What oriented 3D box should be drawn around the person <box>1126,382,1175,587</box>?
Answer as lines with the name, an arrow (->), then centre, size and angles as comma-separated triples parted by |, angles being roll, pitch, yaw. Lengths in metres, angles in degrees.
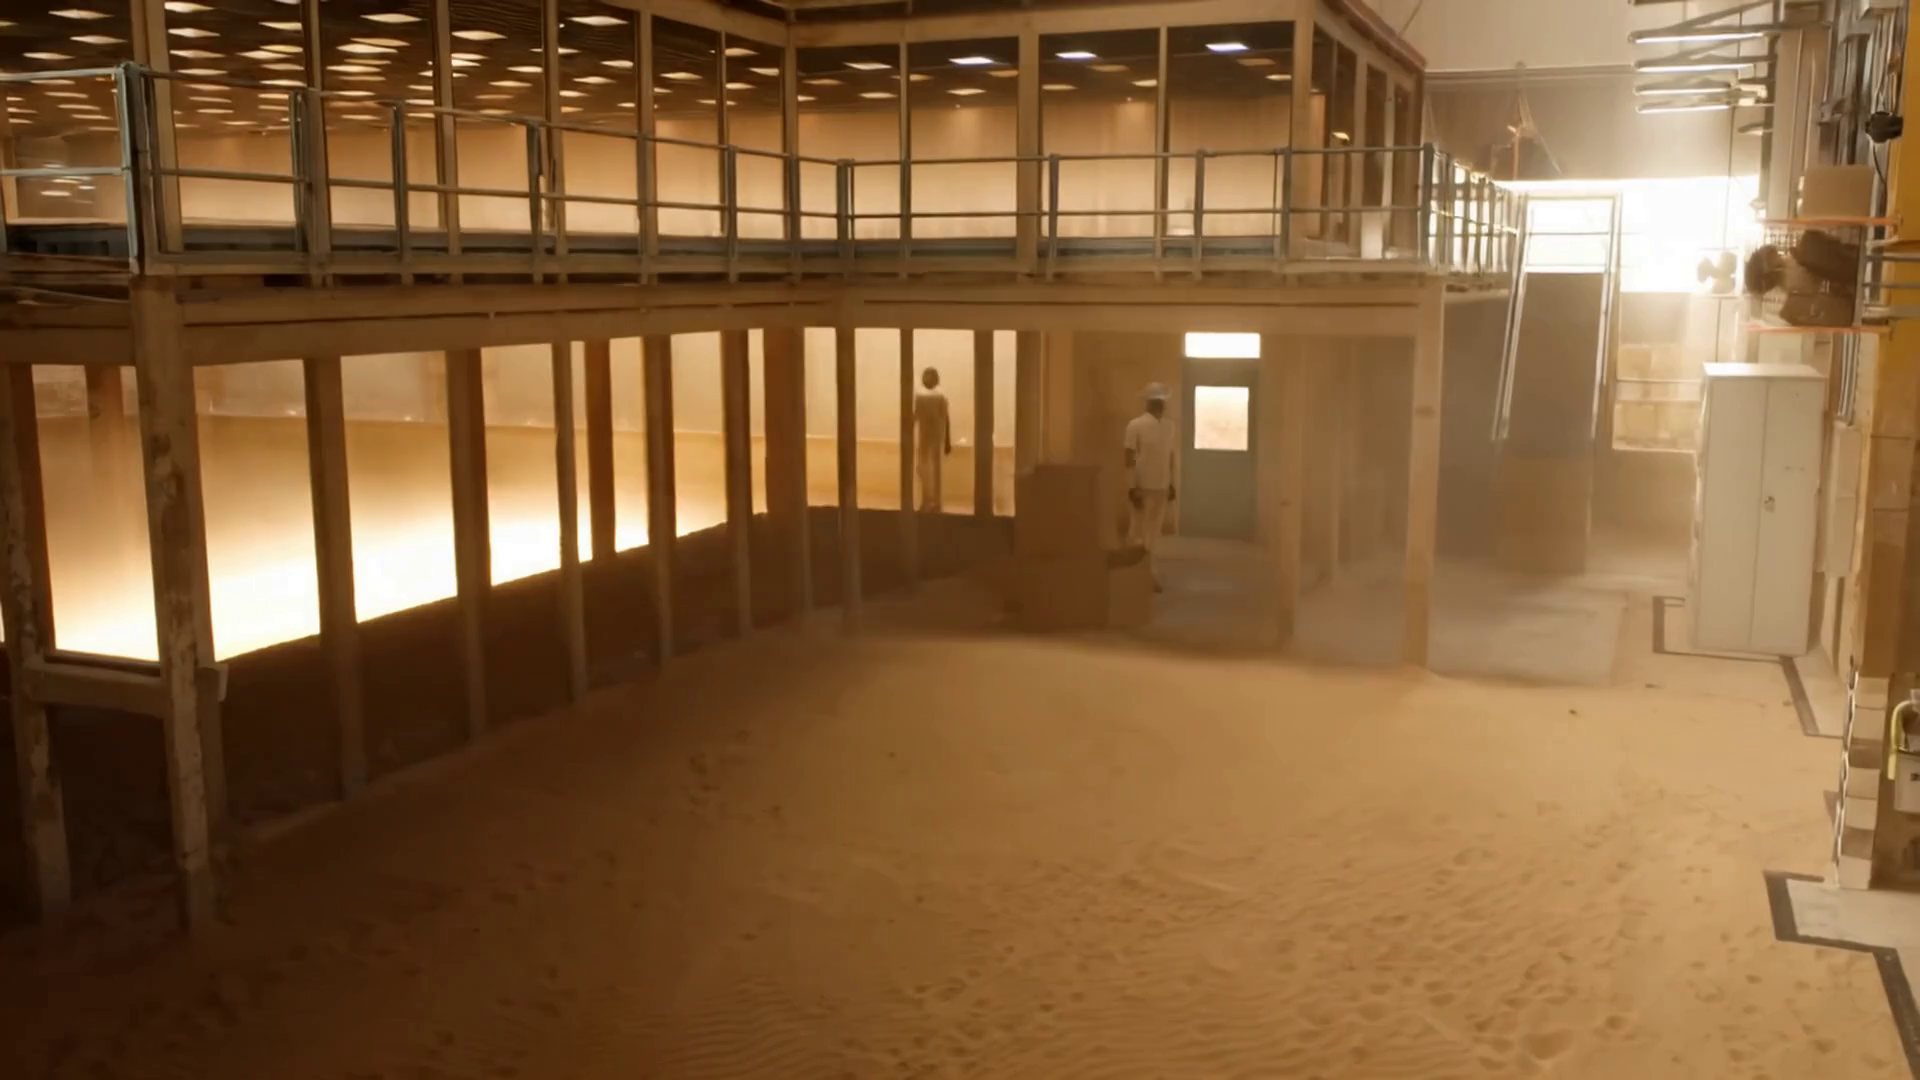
person -> 1.868, -0.544, 16.157 | 0.622, 1.990, 0.397 | -8, 12, -41
